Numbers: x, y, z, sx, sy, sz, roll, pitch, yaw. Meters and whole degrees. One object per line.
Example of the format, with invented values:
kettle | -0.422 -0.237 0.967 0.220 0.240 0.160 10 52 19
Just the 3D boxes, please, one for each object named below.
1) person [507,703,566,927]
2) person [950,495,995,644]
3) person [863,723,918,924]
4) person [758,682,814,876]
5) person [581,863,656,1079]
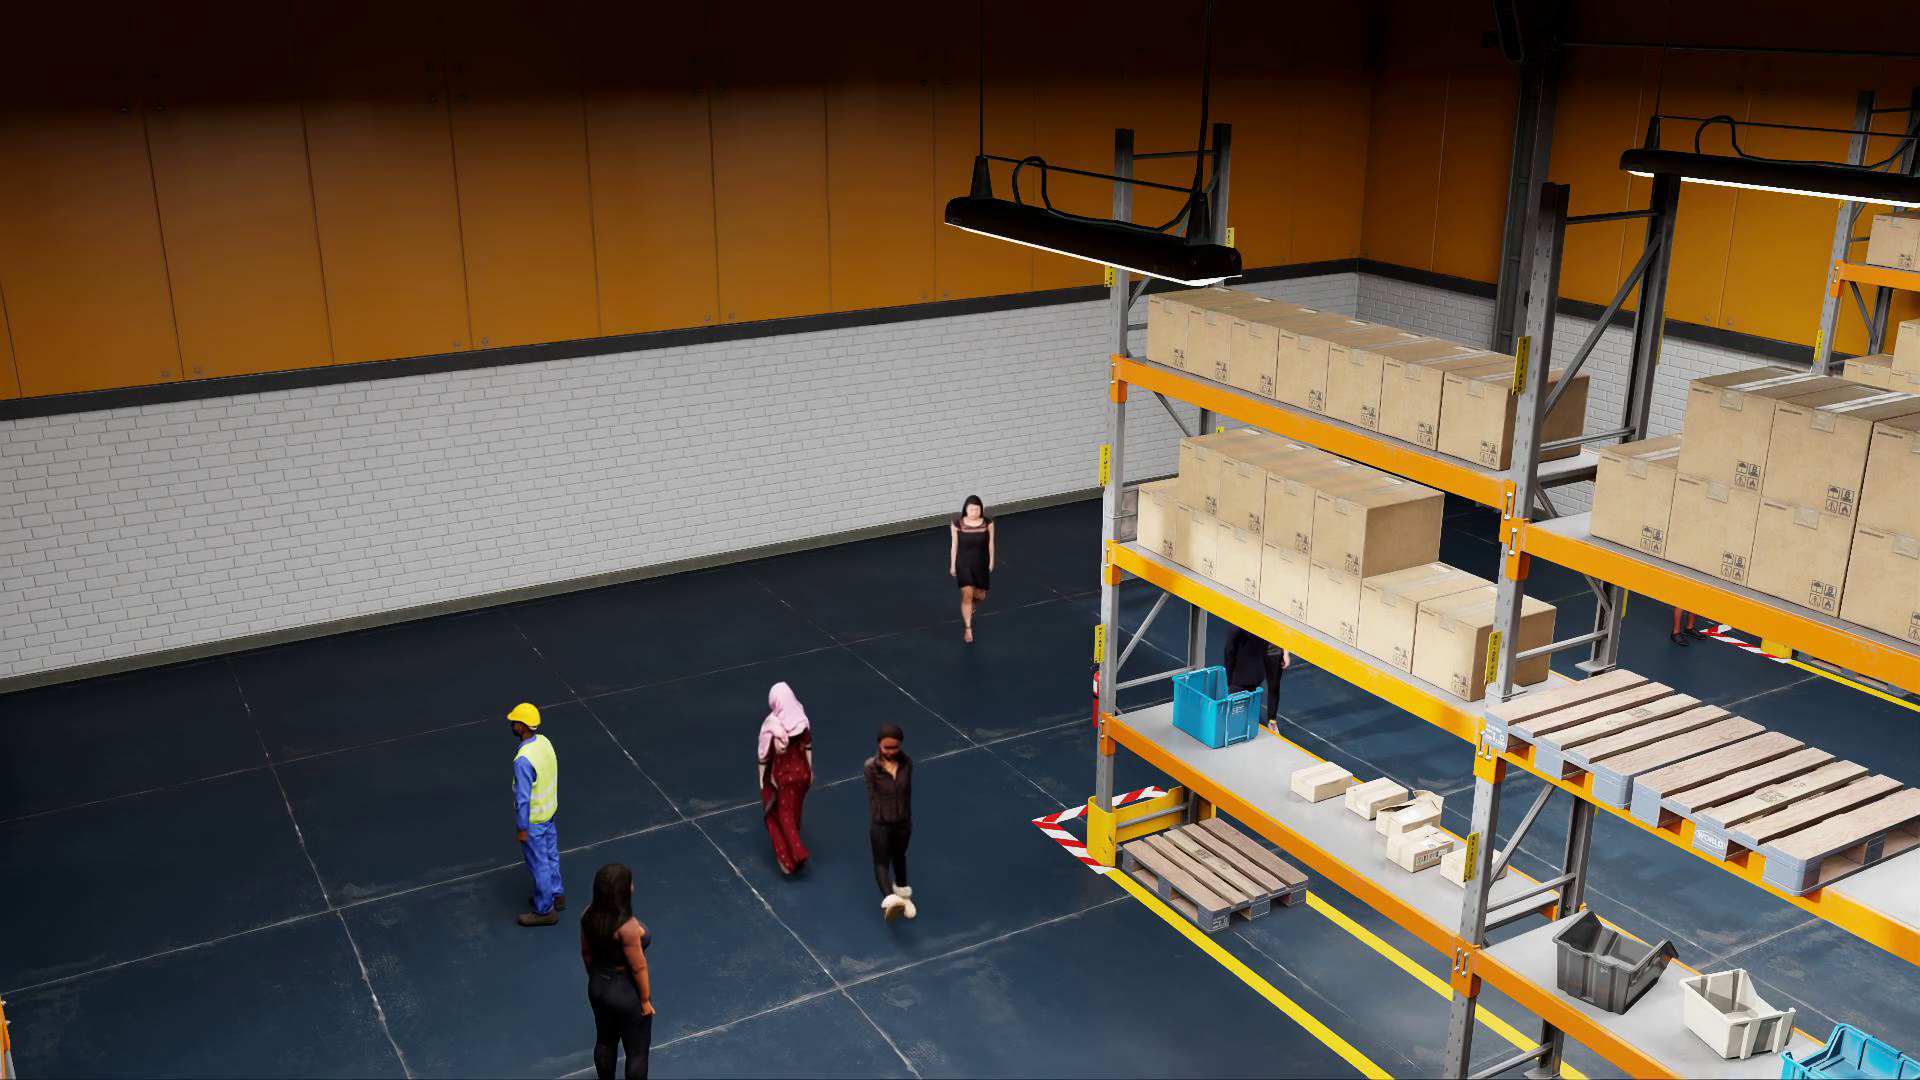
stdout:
person | -3.291 2.115 12.914 0.810 1.814 0.712 2 19 5
person | 0.126 0.289 18.523 0.861 1.696 0.990 -2 19 -5
person | -0.487 2.237 12.808 0.638 1.651 0.934 -9 21 -26
person | -1.402 1.967 13.670 0.624 1.614 0.896 -10 21 -27
person | -2.178 2.882 10.634 0.706 1.816 0.835 12 22 33
